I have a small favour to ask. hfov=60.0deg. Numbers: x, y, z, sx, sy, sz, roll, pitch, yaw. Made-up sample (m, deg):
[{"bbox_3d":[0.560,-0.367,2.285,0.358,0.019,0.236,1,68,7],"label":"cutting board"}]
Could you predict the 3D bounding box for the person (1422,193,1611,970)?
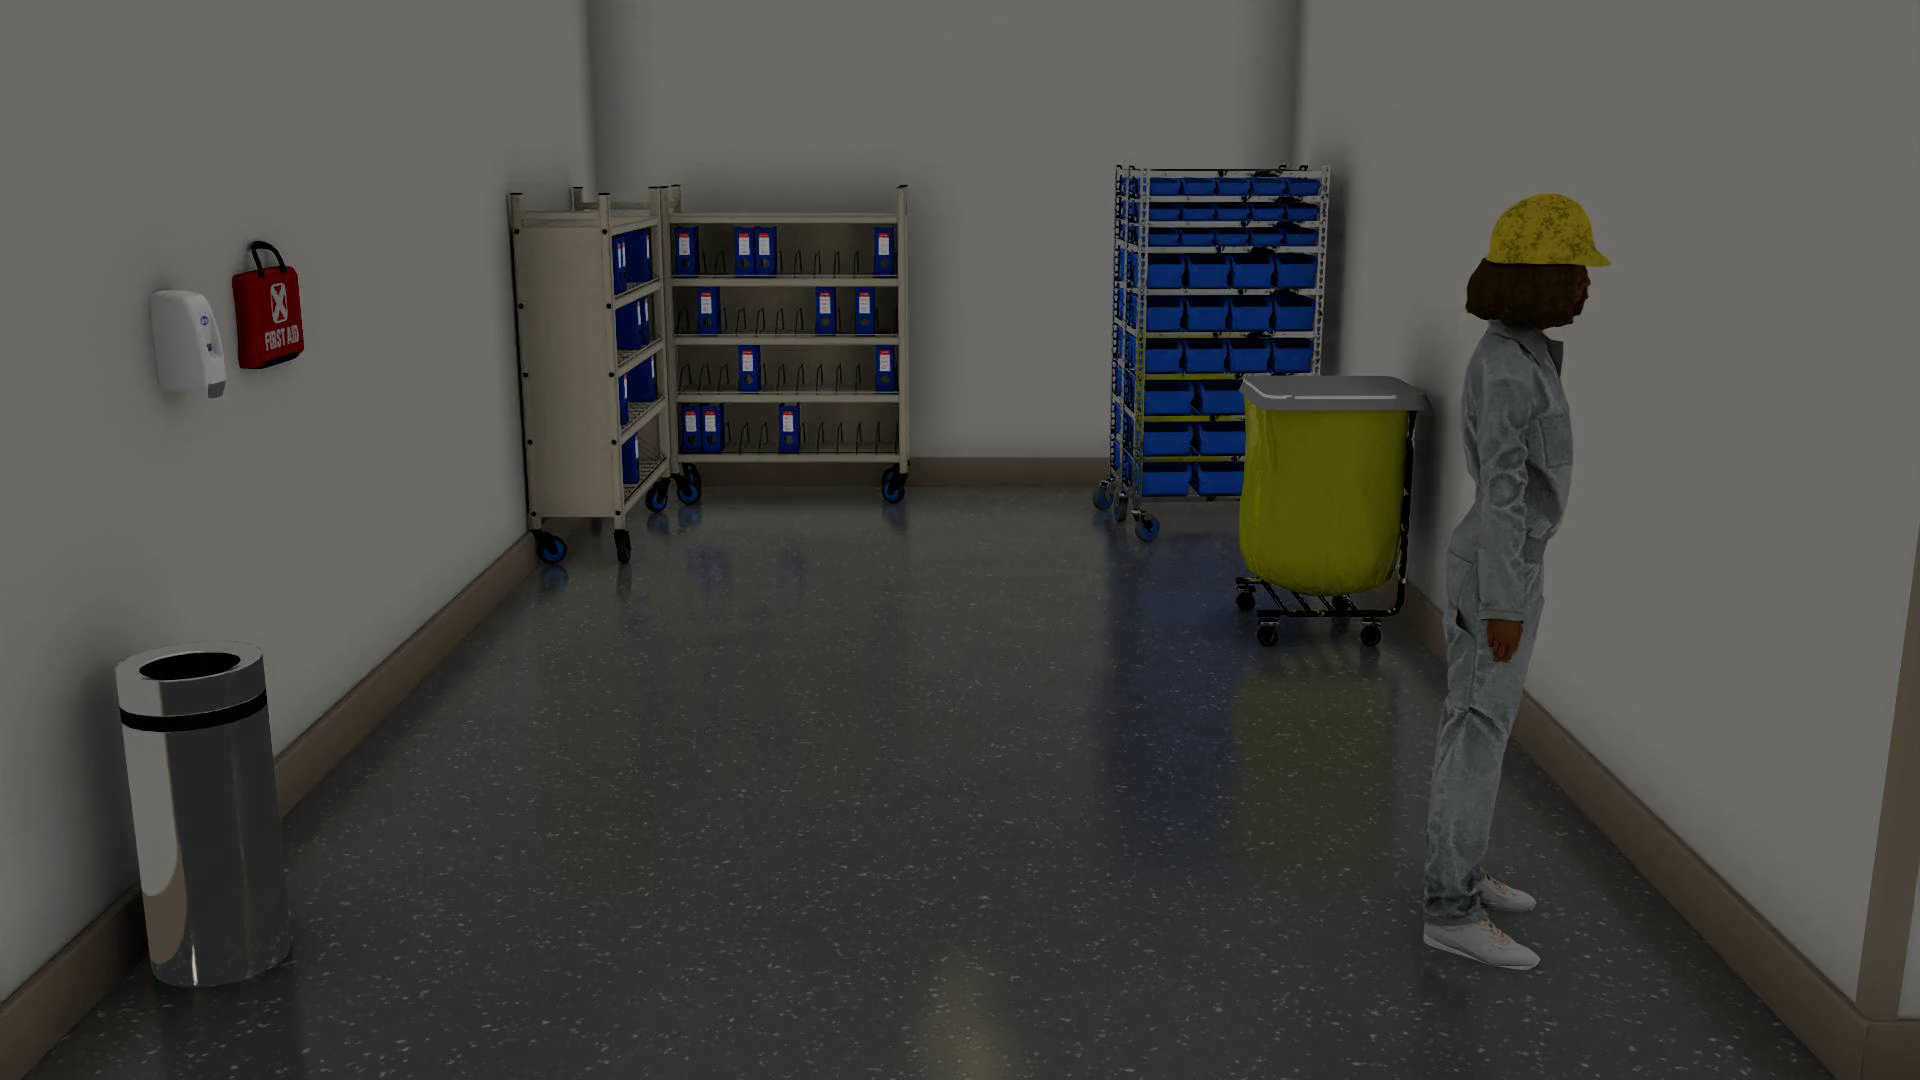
[{"bbox_3d":[1.263,0.095,3.810,0.309,1.743,0.494,4,14,18],"label":"person"}]
